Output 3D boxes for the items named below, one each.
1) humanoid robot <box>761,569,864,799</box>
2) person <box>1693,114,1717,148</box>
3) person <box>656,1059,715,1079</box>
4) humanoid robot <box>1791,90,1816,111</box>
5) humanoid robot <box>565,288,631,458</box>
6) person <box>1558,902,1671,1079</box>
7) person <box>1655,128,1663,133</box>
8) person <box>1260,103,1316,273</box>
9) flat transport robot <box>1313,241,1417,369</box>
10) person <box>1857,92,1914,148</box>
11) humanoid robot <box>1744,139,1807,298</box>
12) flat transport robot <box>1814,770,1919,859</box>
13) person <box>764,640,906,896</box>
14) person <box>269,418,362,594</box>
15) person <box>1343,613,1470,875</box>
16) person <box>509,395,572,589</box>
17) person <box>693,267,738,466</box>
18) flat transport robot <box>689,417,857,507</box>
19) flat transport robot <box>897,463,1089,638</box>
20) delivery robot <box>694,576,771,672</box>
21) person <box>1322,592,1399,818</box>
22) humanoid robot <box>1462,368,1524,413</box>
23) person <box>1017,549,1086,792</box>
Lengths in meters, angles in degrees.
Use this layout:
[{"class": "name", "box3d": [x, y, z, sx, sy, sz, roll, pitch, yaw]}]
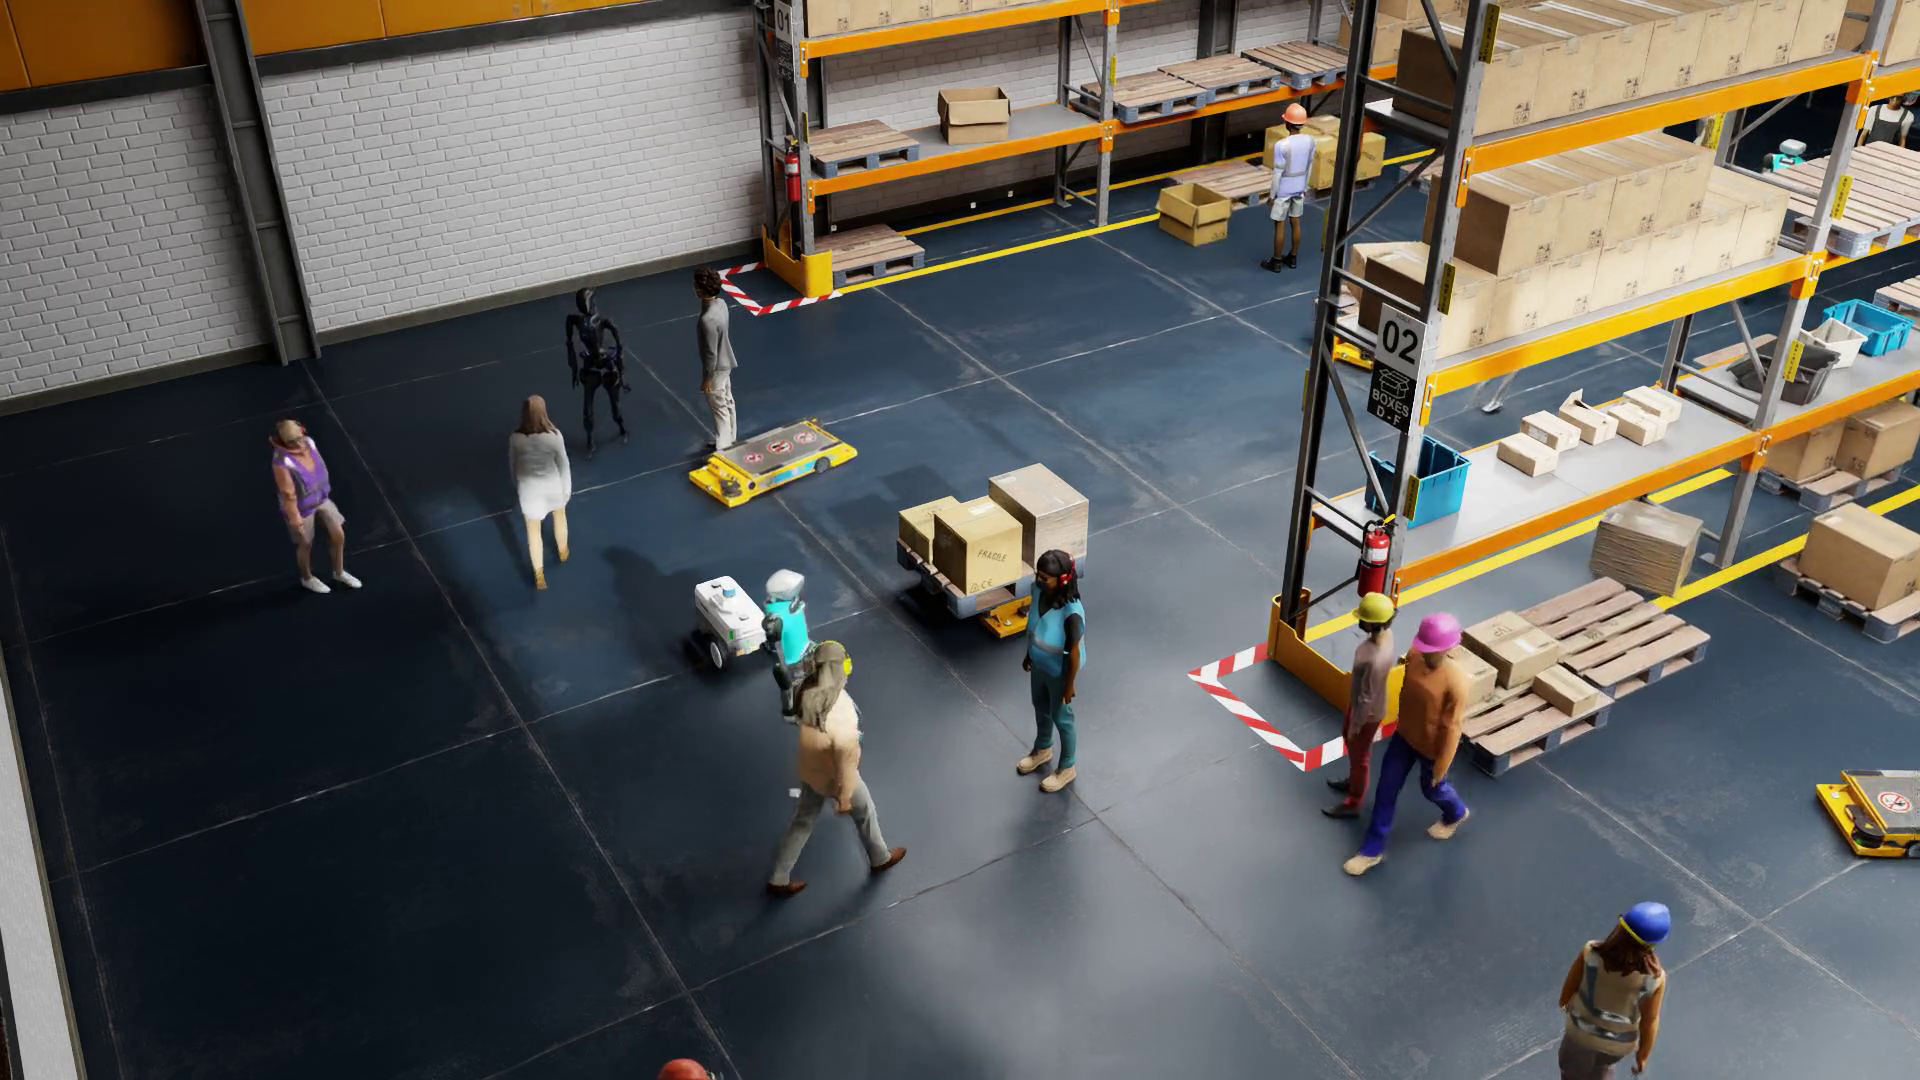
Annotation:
[{"class": "humanoid robot", "box3d": [-0.891, 1.025, 11.076, 0.794, 1.773, 0.532, 8, 33, 12]}, {"class": "person", "box3d": [9.231, -4.978, 20.546, 0.484, 1.834, 0.582, 15, 35, 23]}, {"class": "person", "box3d": [-1.295, 3.060, 7.824, 0.760, 1.720, 0.586, -3, 32, -4]}, {"class": "humanoid robot", "box3d": [12.358, -7.064, 24.068, 0.613, 1.624, 0.774, 13, 34, 19]}, {"class": "humanoid robot", "box3d": [-3.305, -1.565, 15.280, 0.593, 1.630, 0.600, 6, 33, 10]}, {"class": "person", "box3d": [3.341, 2.525, 8.659, 0.433, 1.755, 0.475, 7, 33, 11]}, {"class": "person", "box3d": [7.979, -4.509, 19.804, 0.404, 1.832, 0.591, -18, 36, -26]}, {"class": "person", "box3d": [3.723, -3.990, 18.874, 0.545, 1.942, 0.349, -16, 36, -24]}, {"class": "flat transport robot", "box3d": [4.459, -2.199, 17.590, 0.659, 0.231, 1.431, 27, 41, 36]}, {"class": "person", "box3d": [10.939, -4.540, 19.841, 0.505, 1.846, 0.346, 18, 36, 26]}, {"class": "humanoid robot", "box3d": [8.854, -3.453, 18.274, 0.533, 1.773, 1.052, 26, 40, 35]}, {"class": "flat transport robot", "box3d": [6.601, 1.838, 11.153, 1.431, 0.231, 0.659, 0, 32, 0]}, {"class": "person", "box3d": [-0.835, 1.434, 10.336, 0.951, 1.831, 0.552, -26, 40, -35]}, {"class": "person", "box3d": [-5.173, -0.243, 13.160, 0.586, 1.651, 0.493, 14, 35, 21]}, {"class": "person", "box3d": [2.973, 1.245, 10.531, 0.978, 1.947, 0.514, -19, 37, -28]}, {"class": "person", "box3d": [-3.373, -0.405, 13.433, 0.489, 1.635, 0.750, -7, 33, -11]}, {"class": "person", "box3d": [-2.206, -1.572, 15.058, 0.395, 1.899, 0.532, 3, 32, 5]}, {"class": "flat transport robot", "box3d": [-1.706, -0.729, 15.246, 1.431, 0.231, 0.659, -25, 40, -34]}, {"class": "flat transport robot", "box3d": [0.222, 0.298, 13.608, 0.659, 0.231, 1.431, -18, 36, -26]}, {"class": "delivery robot", "box3d": [-1.766, 0.593, 12.843, 0.499, 0.566, 0.739, -18, 36, -26]}, {"class": "person", "box3d": [2.638, 1.094, 10.942, 0.338, 1.762, 0.528, 9, 33, 13]}, {"class": "humanoid robot", "box3d": [5.233, -1.994, 15.903, 0.691, 1.830, 0.535, -19, 37, -27]}, {"class": "person", "box3d": [0.632, 0.856, 11.228, 0.389, 1.860, 0.505, -19, 37, -27]}]
